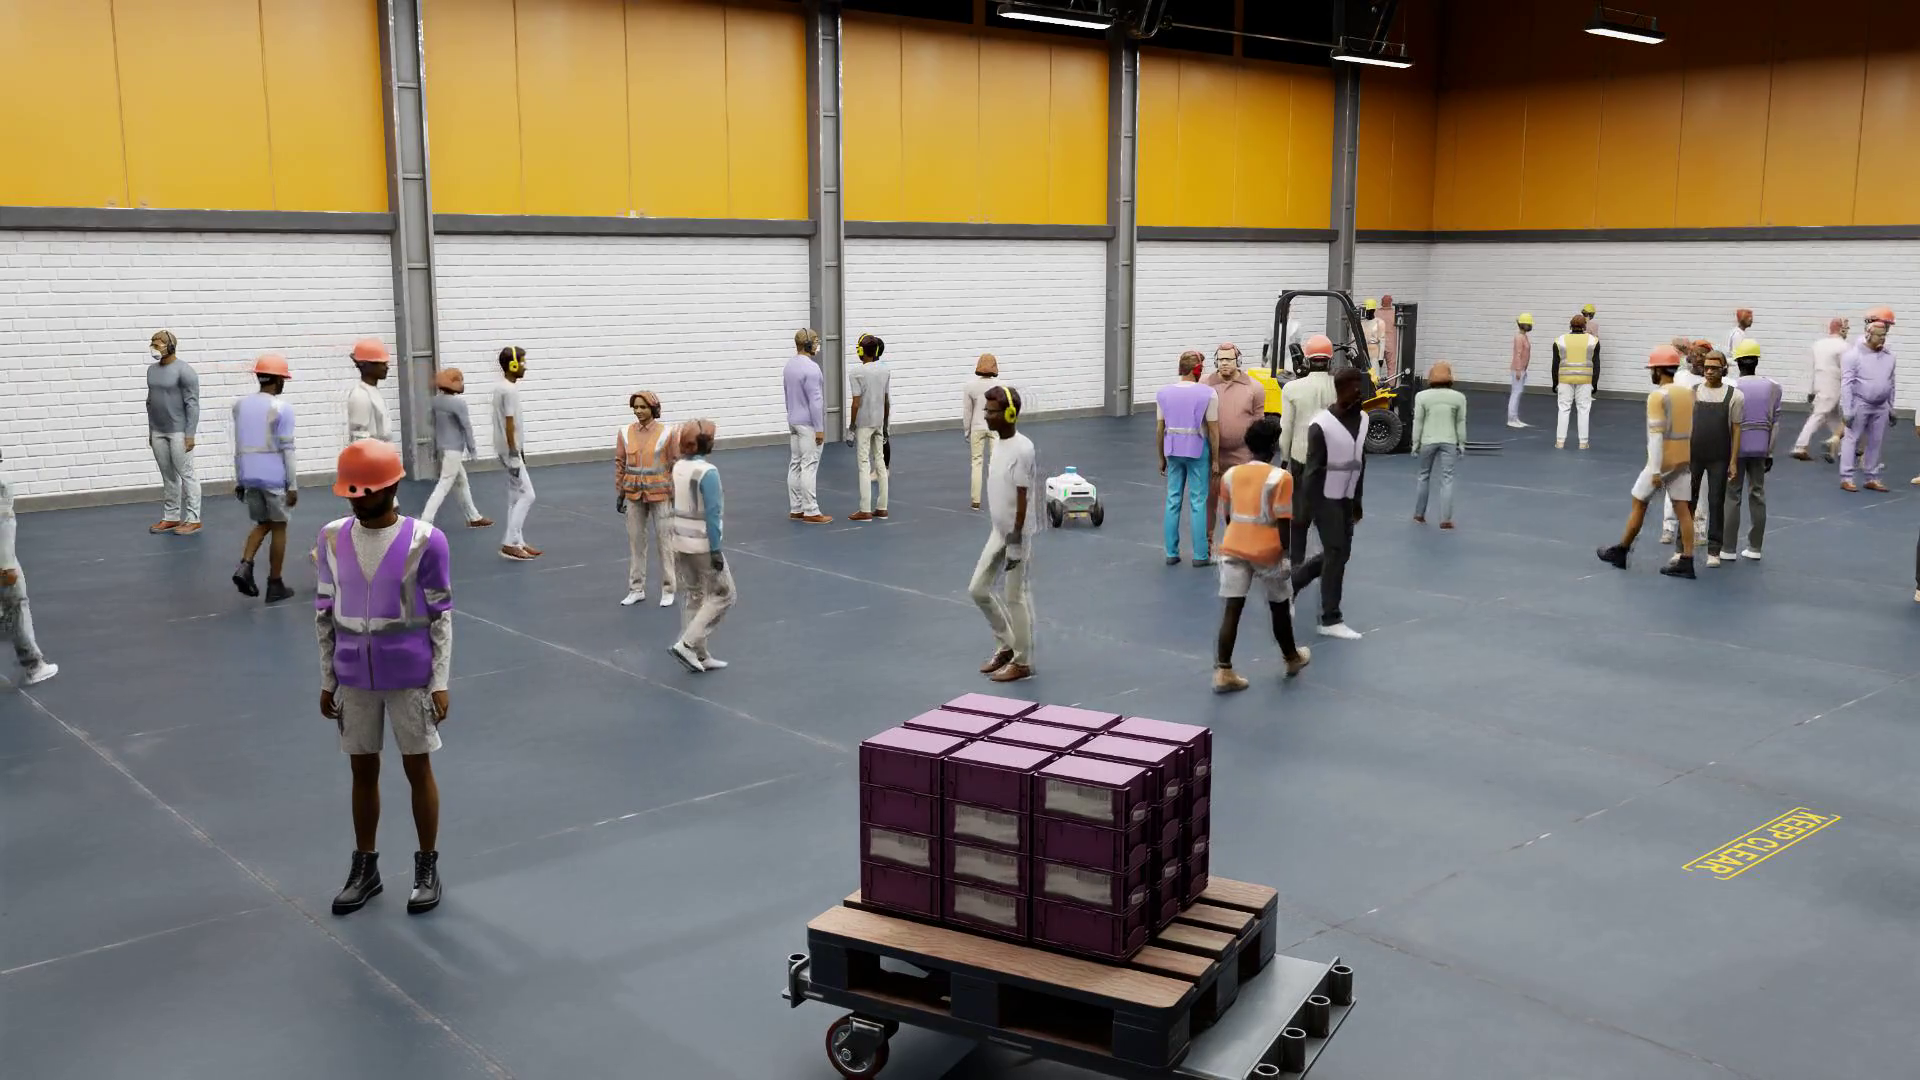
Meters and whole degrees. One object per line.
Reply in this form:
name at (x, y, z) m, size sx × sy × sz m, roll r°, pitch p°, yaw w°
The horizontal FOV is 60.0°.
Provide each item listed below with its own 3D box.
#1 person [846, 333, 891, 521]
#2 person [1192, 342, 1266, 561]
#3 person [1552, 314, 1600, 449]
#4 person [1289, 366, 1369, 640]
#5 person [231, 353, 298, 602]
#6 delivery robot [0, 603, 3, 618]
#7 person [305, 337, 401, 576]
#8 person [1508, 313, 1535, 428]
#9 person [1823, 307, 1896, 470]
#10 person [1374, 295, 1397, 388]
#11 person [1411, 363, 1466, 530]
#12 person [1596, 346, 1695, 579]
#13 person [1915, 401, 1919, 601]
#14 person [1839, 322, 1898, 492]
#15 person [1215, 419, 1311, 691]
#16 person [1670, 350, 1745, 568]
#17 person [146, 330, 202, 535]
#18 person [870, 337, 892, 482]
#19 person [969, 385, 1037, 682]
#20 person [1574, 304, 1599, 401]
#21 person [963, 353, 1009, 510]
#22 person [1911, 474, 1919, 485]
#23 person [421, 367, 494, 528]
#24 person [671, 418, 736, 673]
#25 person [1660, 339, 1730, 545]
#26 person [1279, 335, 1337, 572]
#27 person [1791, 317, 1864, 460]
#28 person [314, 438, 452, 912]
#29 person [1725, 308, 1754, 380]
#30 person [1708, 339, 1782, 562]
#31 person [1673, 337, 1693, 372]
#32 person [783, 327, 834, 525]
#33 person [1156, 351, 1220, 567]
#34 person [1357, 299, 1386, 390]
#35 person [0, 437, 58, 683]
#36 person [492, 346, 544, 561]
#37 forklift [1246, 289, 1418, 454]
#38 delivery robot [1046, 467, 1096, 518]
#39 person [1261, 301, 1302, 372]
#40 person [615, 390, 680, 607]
person at (-0.917, -1.122, 16.606) m, size 0.513 × 1.872 × 0.328 m, roll -9°, pitch 13°, yaw -42°
person at (2.270, -0.733, 14.226) m, size 0.651 × 1.906 × 0.403 m, roll 2°, pitch 10°, yaw 14°
person at (8.423, -2.161, 22.778) m, size 0.626 × 1.844 × 0.429 m, roll 3°, pitch 10°, yaw 19°
person at (2.534, -0.286, 11.644) m, size 0.613 × 1.894 × 0.734 m, roll -9°, pitch 13°, yaw -44°
person at (-5.301, -0.474, 12.703) m, size 0.568 × 1.904 × 0.553 m, roll 3°, pitch 10°, yaw 15°
delivery robot at (-6.850, 0.354, 11.535) m, size 0.707 × 0.478 × 0.477 m, roll 8°, pitch 12°, yaw 38°
person at (-4.712, -0.587, 13.083) m, size 0.885 × 2.019 × 0.612 m, roll -2°, pitch 10°, yaw -10°
person at (8.676, -2.618, 25.680) m, size 0.331 × 1.765 × 0.533 m, roll 5°, pitch 11°, yaw 27°
person at (11.072, -1.846, 20.416) m, size 0.742 × 2.014 × 0.636 m, roll -2°, pitch 10°, yaw -13°
person at (8.048, -3.678, 31.464) m, size 0.642 × 1.909 × 0.408 m, roll 3°, pitch 10°, yaw 17°
person at (4.666, -0.920, 16.247) m, size 0.527 × 1.592 × 0.692 m, roll 1°, pitch 10°, yaw 7°
person at (5.784, -0.657, 13.824) m, size 0.546 × 1.885 × 0.937 m, roll -5°, pitch 11°, yaw -27°
person at (7.584, -0.512, 12.536) m, size 0.687 × 2.000 × 0.538 m, roll -2°, pitch 10°, yaw -13°
person at (10.200, -1.490, 18.661) m, size 0.651 × 1.907 × 0.401 m, roll -1°, pitch 10°, yaw -6°
person at (1.856, 0.082, 10.193) m, size 0.575 × 1.639 × 0.871 m, roll 9°, pitch 13°, yaw 44°
person at (6.348, -0.687, 14.133) m, size 0.506 × 1.846 × 0.346 m, roll 6°, pitch 11°, yaw 31°
person at (-7.481, -1.018, 15.798) m, size 0.629 × 1.940 × 0.373 m, roll 5°, pitch 11°, yaw 25°
person at (-0.978, -1.530, 19.498) m, size 0.321 × 1.697 × 0.530 m, roll 3°, pitch 10°, yaw 15°
person at (0.283, -0.022, 10.242) m, size 0.417 × 1.854 × 0.512 m, roll -5°, pitch 11°, yaw -27°
person at (11.431, -3.423, 30.387) m, size 0.325 × 1.765 × 0.533 m, roll -7°, pitch 12°, yaw -34°
person at (0.281, -1.123, 17.304) m, size 0.500 × 1.633 × 0.279 m, roll 1°, pitch 10°, yaw 6°
person at (11.268, -1.521, 19.028) m, size 0.429 × 1.841 × 0.633 m, roll -5°, pitch 11°, yaw -28°
person at (-4.855, -0.849, 15.852) m, size 0.517 × 1.591 × 0.859 m, roll 9°, pitch 13°, yaw 41°
person at (-1.625, 0.047, 10.447) m, size 0.364 × 1.626 × 0.534 m, roll -7°, pitch 12°, yaw -35°
person at (6.708, -0.890, 15.212) m, size 0.572 × 1.883 × 0.356 m, roll 4°, pitch 10°, yaw 20°
person at (2.924, -0.680, 13.649) m, size 0.612 × 1.997 × 0.375 m, roll 1°, pitch 10°, yaw 6°
person at (11.254, -1.939, 21.459) m, size 1.045 × 1.852 × 0.632 m, roll 0°, pitch 10°, yaw 1°
person at (-2.310, 0.548, 6.664) m, size 0.542 × 1.928 × 0.374 m, roll 0°, pitch 10°, yaw 1°
person at (11.544, -2.480, 24.570) m, size 0.471 × 1.862 × 0.607 m, roll 4°, pitch 11°, yaw 23°
person at (6.771, -0.768, 14.394) m, size 0.584 × 1.919 × 0.382 m, roll -1°, pitch 10°, yaw -6°
person at (8.969, -1.697, 20.679) m, size 0.317 × 1.632 × 0.526 m, roll 3°, pitch 10°, yaw 19°
person at (-1.512, -1.118, 16.387) m, size 0.372 × 1.940 × 0.631 m, roll -6°, pitch 11°, yaw -32°
person at (1.929, -0.682, 14.124) m, size 0.564 × 1.837 × 0.388 m, roll 6°, pitch 11°, yaw 30°
person at (7.040, -3.187, 28.597) m, size 0.424 × 1.913 × 0.599 m, roll -6°, pitch 11°, yaw -30°
person at (-5.850, 0.101, 9.953) m, size 0.502 × 1.695 × 0.895 m, roll 1°, pitch 10°, yaw 6°
person at (-3.851, -0.746, 14.442) m, size 0.384 × 1.857 × 0.589 m, roll -4°, pitch 10°, yaw -21°
forklift at (5.034, -2.339, 22.783) m, size 2.313 × 2.155 × 1.214 m, roll 3°, pitch 10°, yaw 16°
delivery robot at (1.090, -0.480, 16.419) m, size 0.477 × 0.478 × 0.707 m, roll -2°, pitch 10°, yaw -12°
person at (5.317, -2.995, 27.472) m, size 0.623 × 1.923 × 1.021 m, roll 3°, pitch 10°, yaw 19°
person at (-2.349, -0.313, 12.544) m, size 0.522 × 1.640 × 0.306 m, roll 2°, pitch 10°, yaw 12°
